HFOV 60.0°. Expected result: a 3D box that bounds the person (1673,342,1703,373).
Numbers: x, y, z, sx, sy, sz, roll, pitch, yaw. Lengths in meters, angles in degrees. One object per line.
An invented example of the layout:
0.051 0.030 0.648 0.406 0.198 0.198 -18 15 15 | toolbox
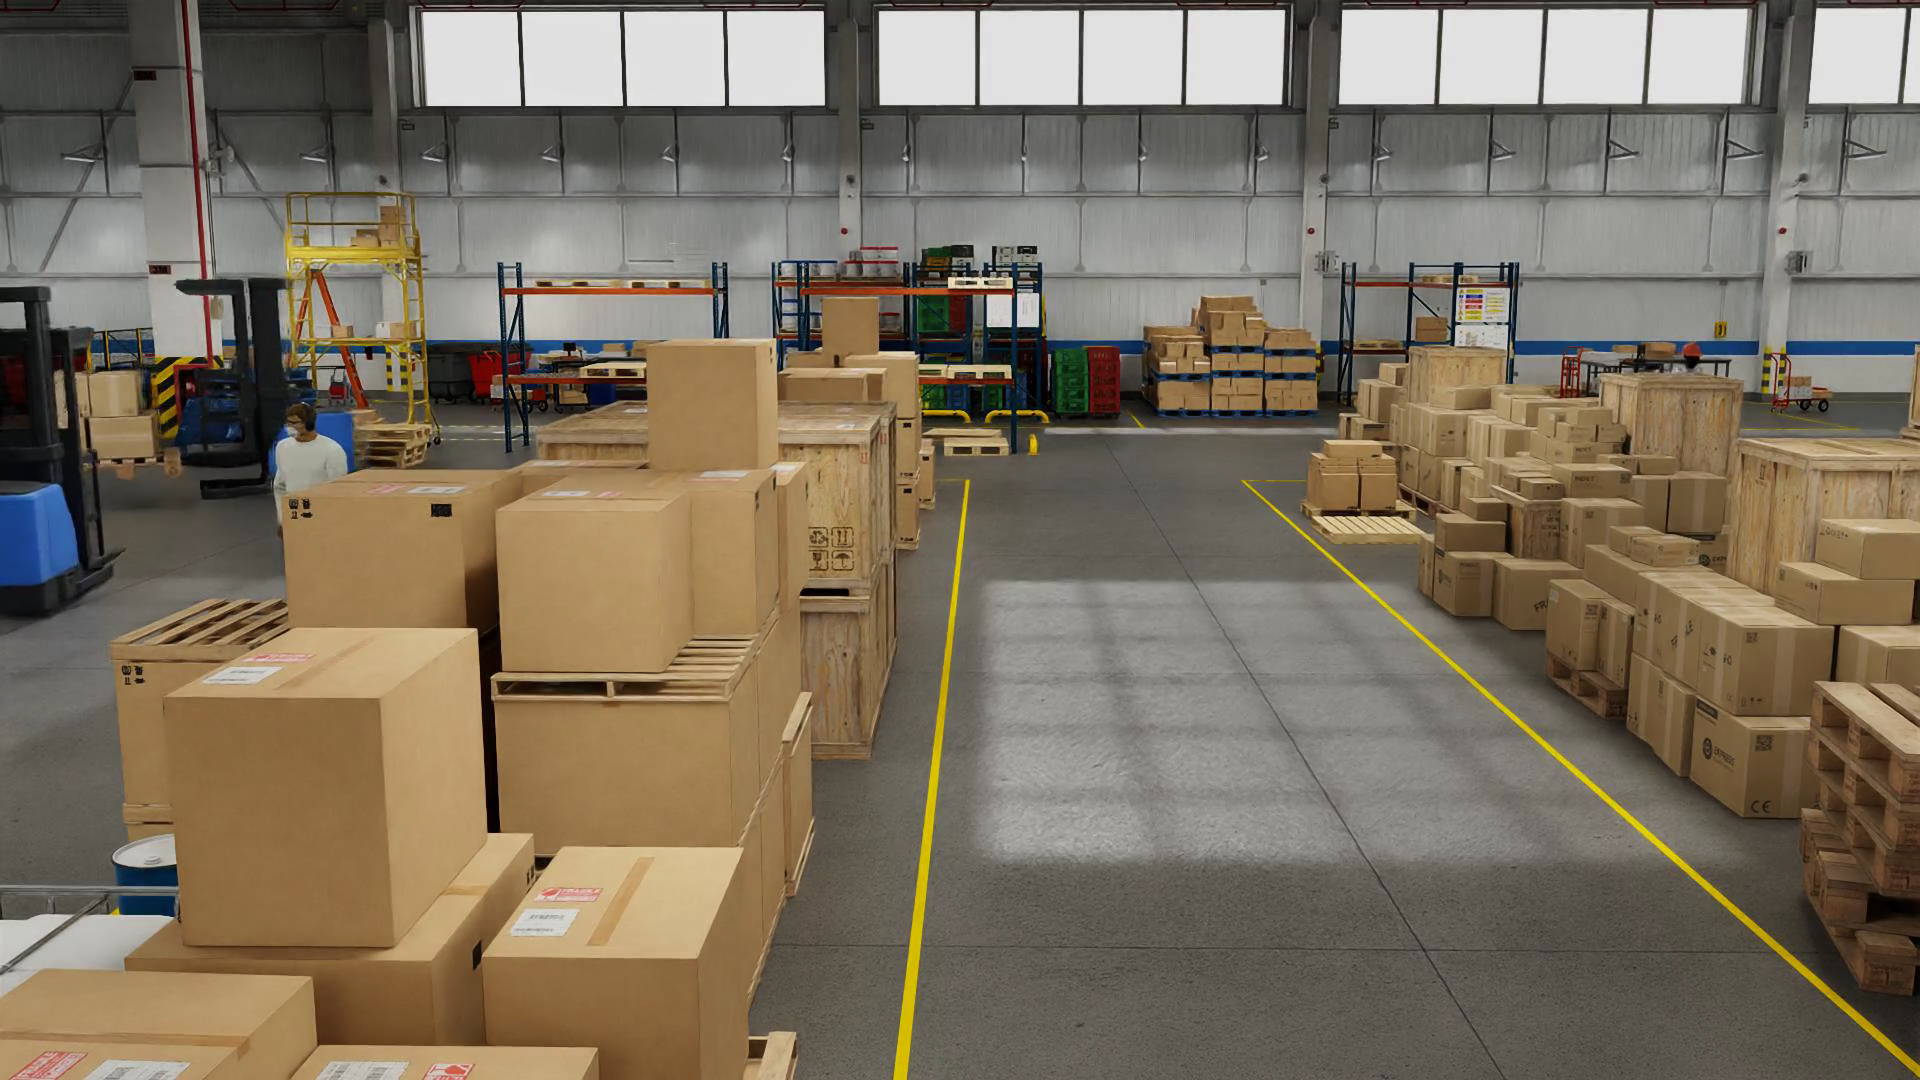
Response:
10.436 -1.912 24.027 0.544 1.906 0.847 -6 11 -32 | person

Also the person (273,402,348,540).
-5.199 -0.145 13.332 0.627 1.936 0.374 2 10 13 | person

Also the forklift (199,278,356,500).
-8.968 -2.007 21.656 1.873 2.768 1.129 -4 10 -25 | forklift

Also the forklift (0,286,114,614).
-8.460 -0.840 14.670 1.129 2.768 1.873 -2 10 -11 | forklift
